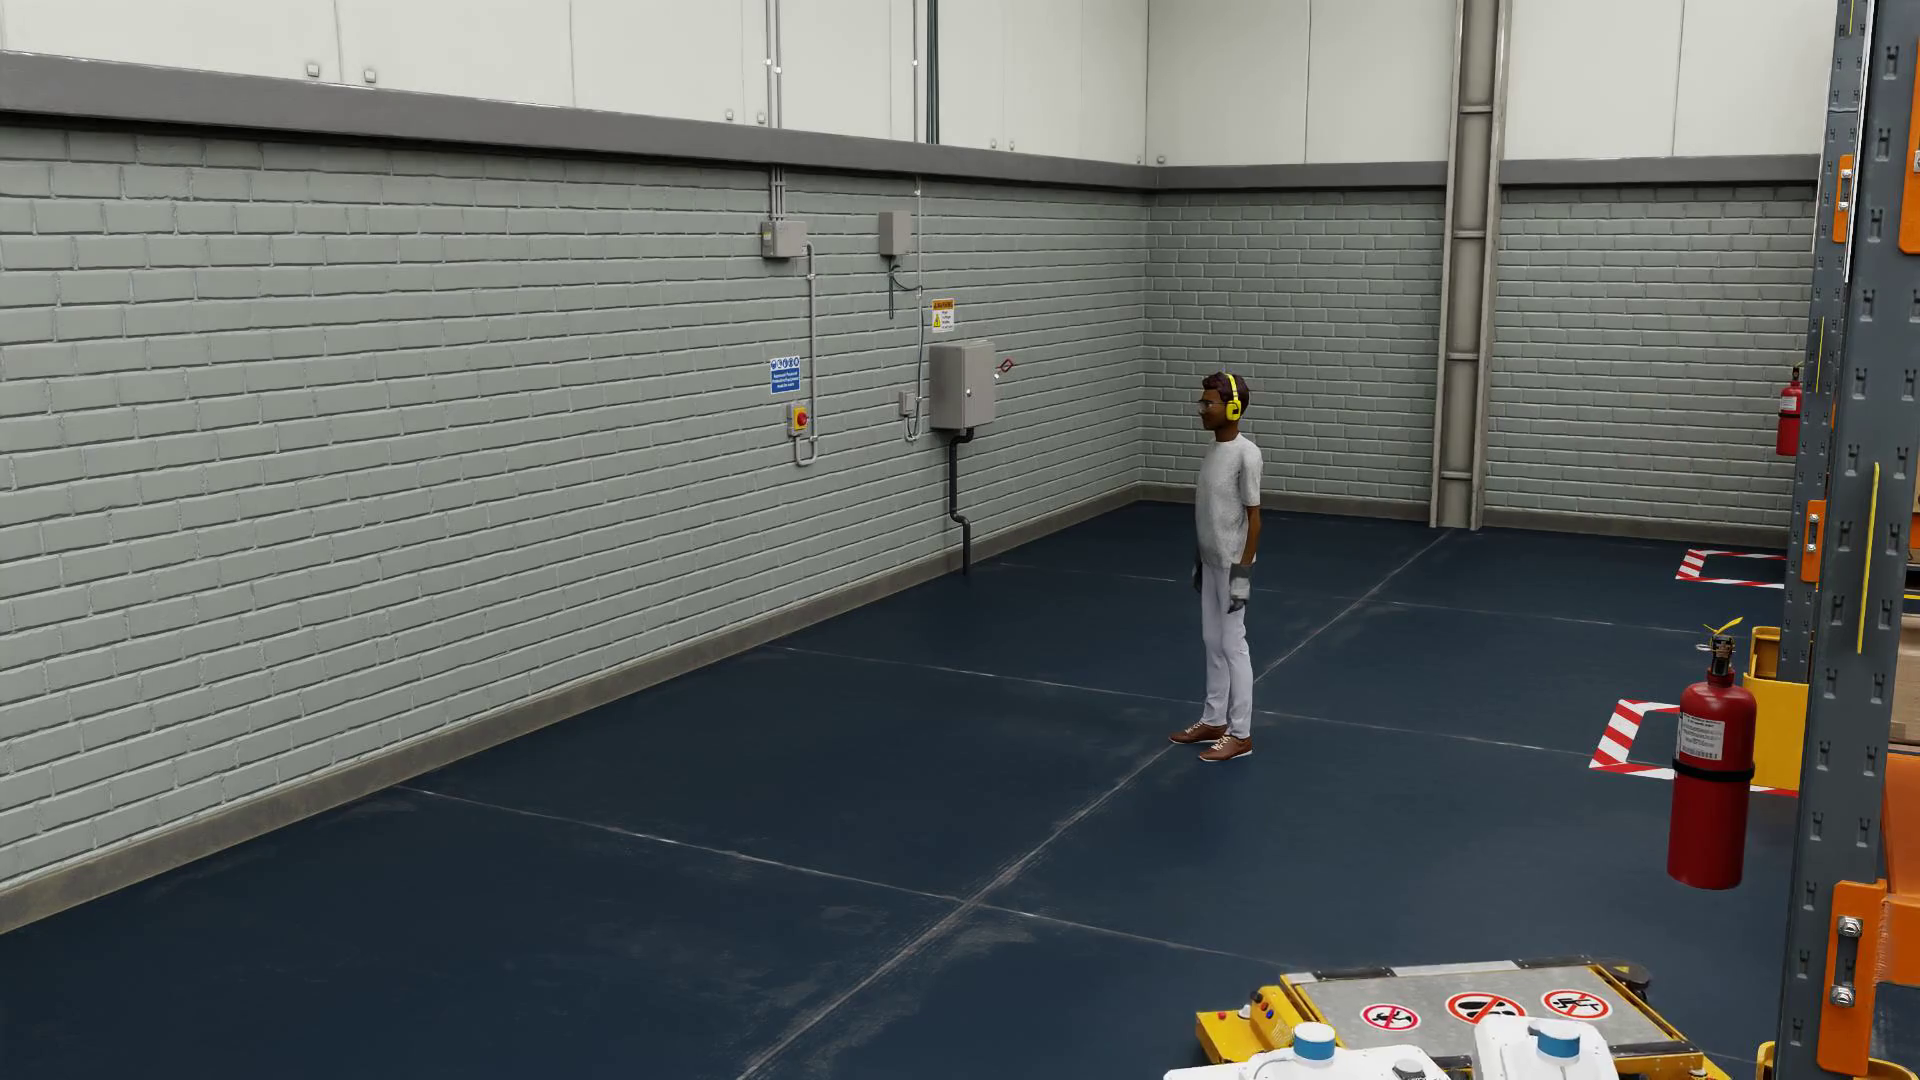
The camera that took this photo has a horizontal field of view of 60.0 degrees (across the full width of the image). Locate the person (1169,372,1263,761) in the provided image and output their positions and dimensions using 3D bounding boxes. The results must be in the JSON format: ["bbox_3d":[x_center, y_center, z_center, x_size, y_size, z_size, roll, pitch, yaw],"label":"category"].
[{"bbox_3d":[1.256,0.128,8.007,0.328,1.873,0.519,-3,11,-17],"label":"person"}]

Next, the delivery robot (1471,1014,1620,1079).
[{"bbox_3d":[1.485,1.445,4.161,0.477,0.478,0.707,2,11,12],"label":"delivery robot"}]

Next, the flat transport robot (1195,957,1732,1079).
[{"bbox_3d":[1.482,1.492,4.938,1.431,0.197,0.652,-1,10,-8],"label":"flat transport robot"}]

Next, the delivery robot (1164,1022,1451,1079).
[{"bbox_3d":[0.874,1.448,4.149,0.707,0.478,0.477,-2,11,-12],"label":"delivery robot"}]
